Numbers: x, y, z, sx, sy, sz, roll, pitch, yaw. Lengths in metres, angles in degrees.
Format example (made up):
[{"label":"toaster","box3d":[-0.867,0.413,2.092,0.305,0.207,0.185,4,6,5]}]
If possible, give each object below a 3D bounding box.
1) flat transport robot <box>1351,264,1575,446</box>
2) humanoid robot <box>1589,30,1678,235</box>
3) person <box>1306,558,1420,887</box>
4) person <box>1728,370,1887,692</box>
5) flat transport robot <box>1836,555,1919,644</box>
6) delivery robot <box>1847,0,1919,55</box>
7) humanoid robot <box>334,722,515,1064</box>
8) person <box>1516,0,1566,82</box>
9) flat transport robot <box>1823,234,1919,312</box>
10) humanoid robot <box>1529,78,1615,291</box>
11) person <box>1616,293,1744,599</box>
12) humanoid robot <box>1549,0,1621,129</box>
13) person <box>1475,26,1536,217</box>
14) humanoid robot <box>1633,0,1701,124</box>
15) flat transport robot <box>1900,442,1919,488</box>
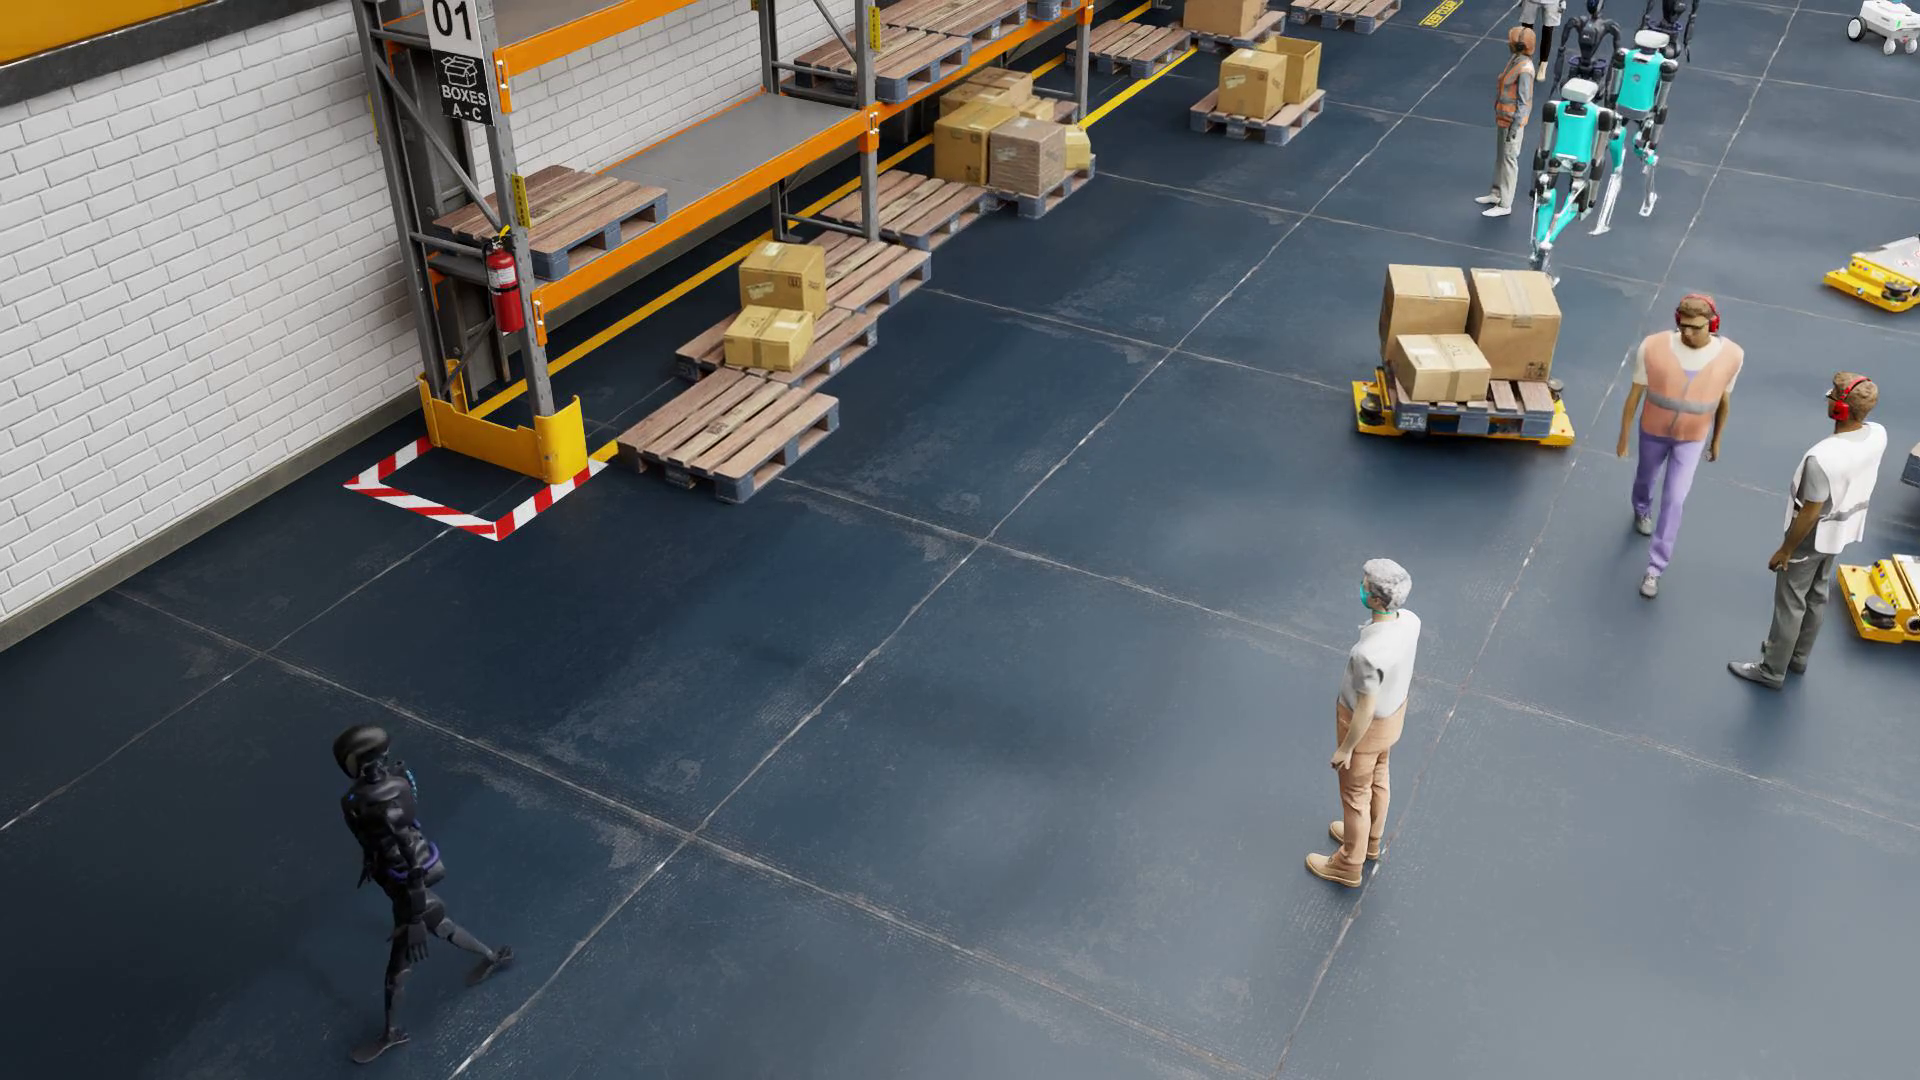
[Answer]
[{"label":"flat transport robot","box3d":[3.477,-0.927,11.551,1.431,0.231,0.659,4,34,6]},{"label":"humanoid robot","box3d":[5.825,-3.508,14.147,0.532,1.772,0.969,28,43,36]},{"label":"person","box3d":[1.850,0.833,7.547,0.301,1.744,0.494,23,40,30]},{"label":"person","box3d":[4.509,-0.017,8.744,0.566,1.844,0.375,-21,39,-28]},{"label":"flat transport robot","box3d":[5.884,0.400,9.543,1.431,0.231,0.659,7,34,10]},{"label":"delivery robot","box3d":[10.429,-5.806,18.691,0.499,0.614,0.808,-5,34,-8]},{"label":"humanoid robot","box3d":[-2.292,1.380,6.831,0.792,1.624,0.593,-23,40,-31]},{"label":"person","box3d":[6.112,-5.682,17.445,0.539,1.699,0.316,16,37,22]},{"label":"flat transport robot","box3d":[7.757,-2.180,13.447,1.431,0.231,0.659,-17,37,-23]},{"label":"humanoid robot","box3d":[4.541,-2.578,12.772,0.550,1.775,1.034,22,39,29]},{"label":"person","box3d":[4.172,-0.653,9.755,0.576,1.795,0.937,11,35,16]},{"label":"humanoid robot","box3d":[5.787,-4.257,15.320,0.595,1.646,0.512,21,39,29]},{"label":"person","box3d":[4.752,-3.610,14.367,0.311,1.635,0.516,4,34,5]},{"label":"humanoid robot","box3d":[6.849,-4.919,16.324,0.612,1.625,0.536,-5,34,-7]},{"label":"flat transport robot","box3d":[6.700,-0.249,10.525,0.659,0.231,1.431,27,42,34]}]
